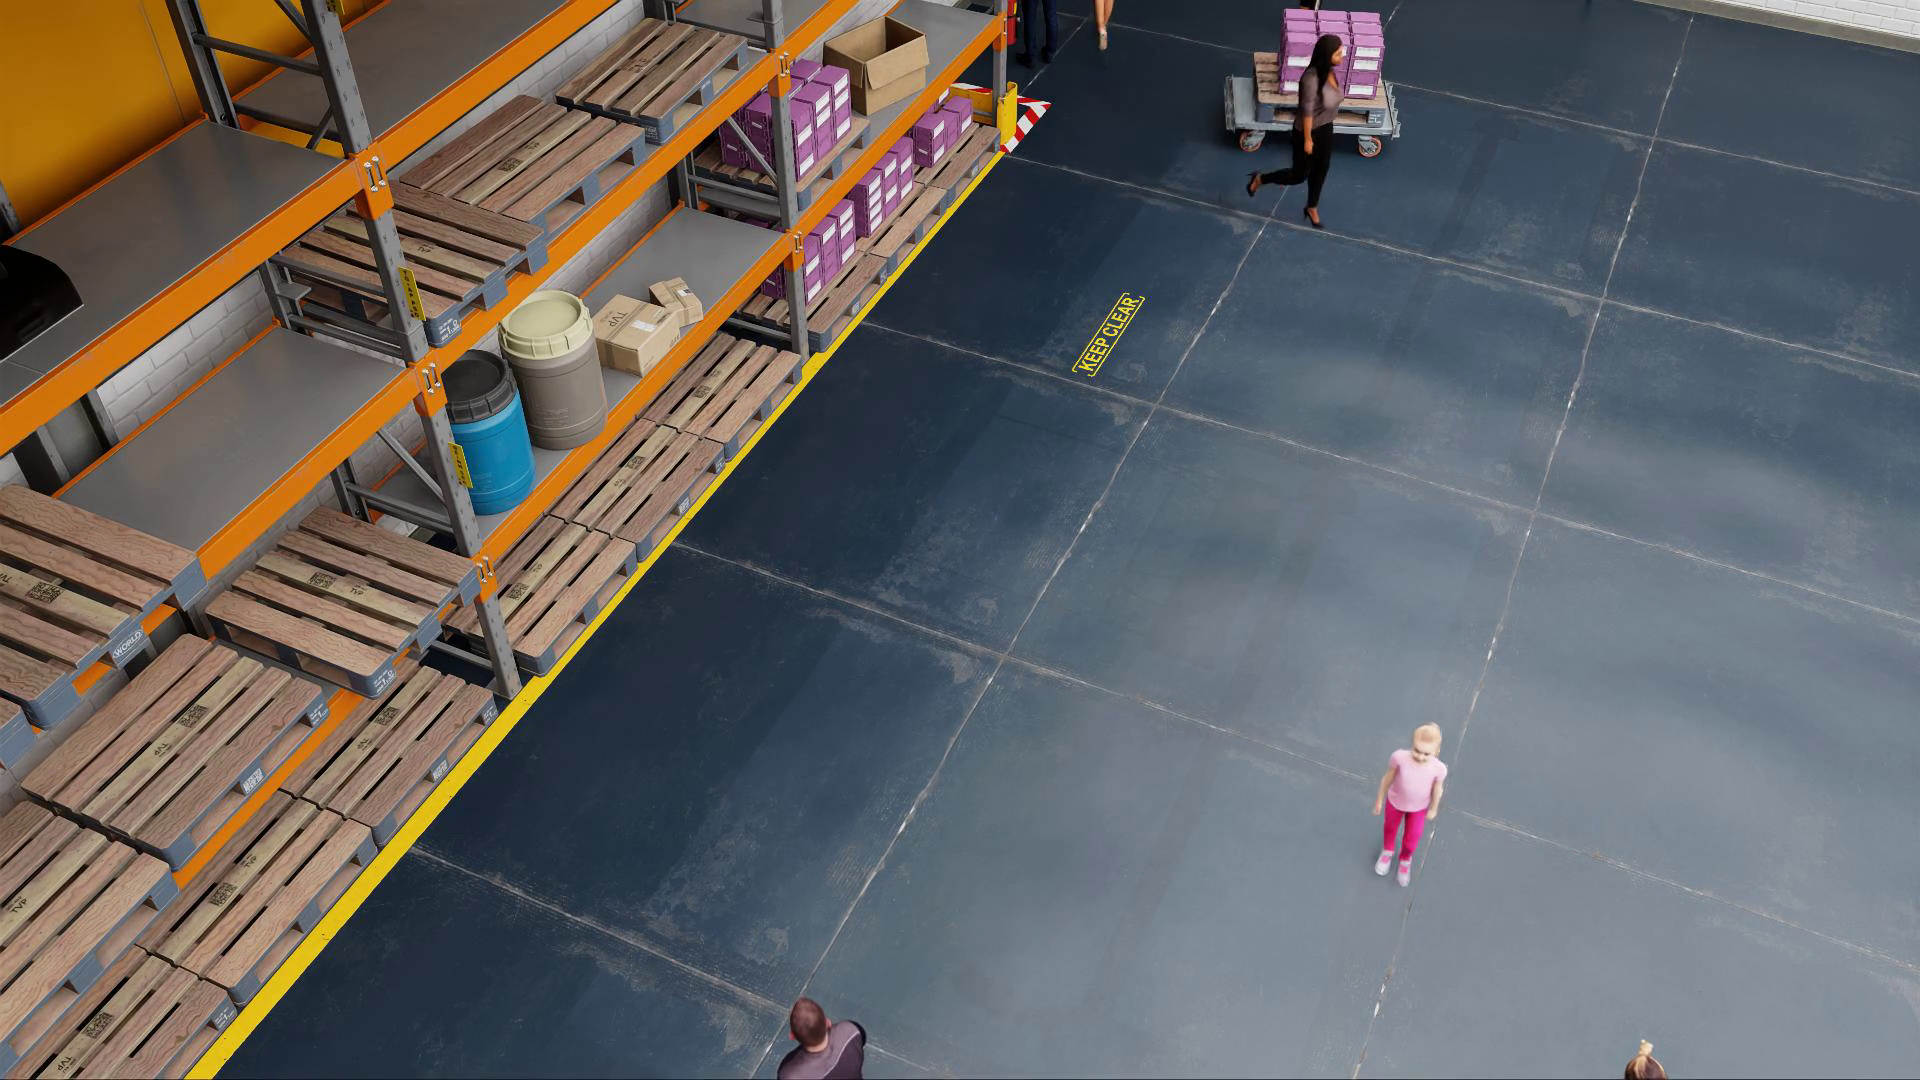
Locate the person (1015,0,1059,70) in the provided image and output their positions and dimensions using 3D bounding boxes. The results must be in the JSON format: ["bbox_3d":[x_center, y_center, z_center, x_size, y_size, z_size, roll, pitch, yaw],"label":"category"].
[{"bbox_3d":[0.807,-5.707,16.827,0.722,1.889,0.800,-18,46,-18],"label":"person"}]

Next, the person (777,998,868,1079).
[{"bbox_3d":[-0.628,2.752,7.982,0.657,1.841,0.820,-35,53,-31],"label":"person"}]

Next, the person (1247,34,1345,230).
[{"bbox_3d":[3.006,-3.590,14.655,0.850,1.819,1.011,28,50,26],"label":"person"}]

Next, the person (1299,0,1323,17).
[{"bbox_3d":[3.734,-5.982,17.276,0.718,1.668,0.631,-8,44,-8],"label":"person"}]

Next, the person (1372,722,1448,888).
[{"bbox_3d":[2.632,1.478,9.738,0.486,1.265,0.500,18,46,18],"label":"person"}]
